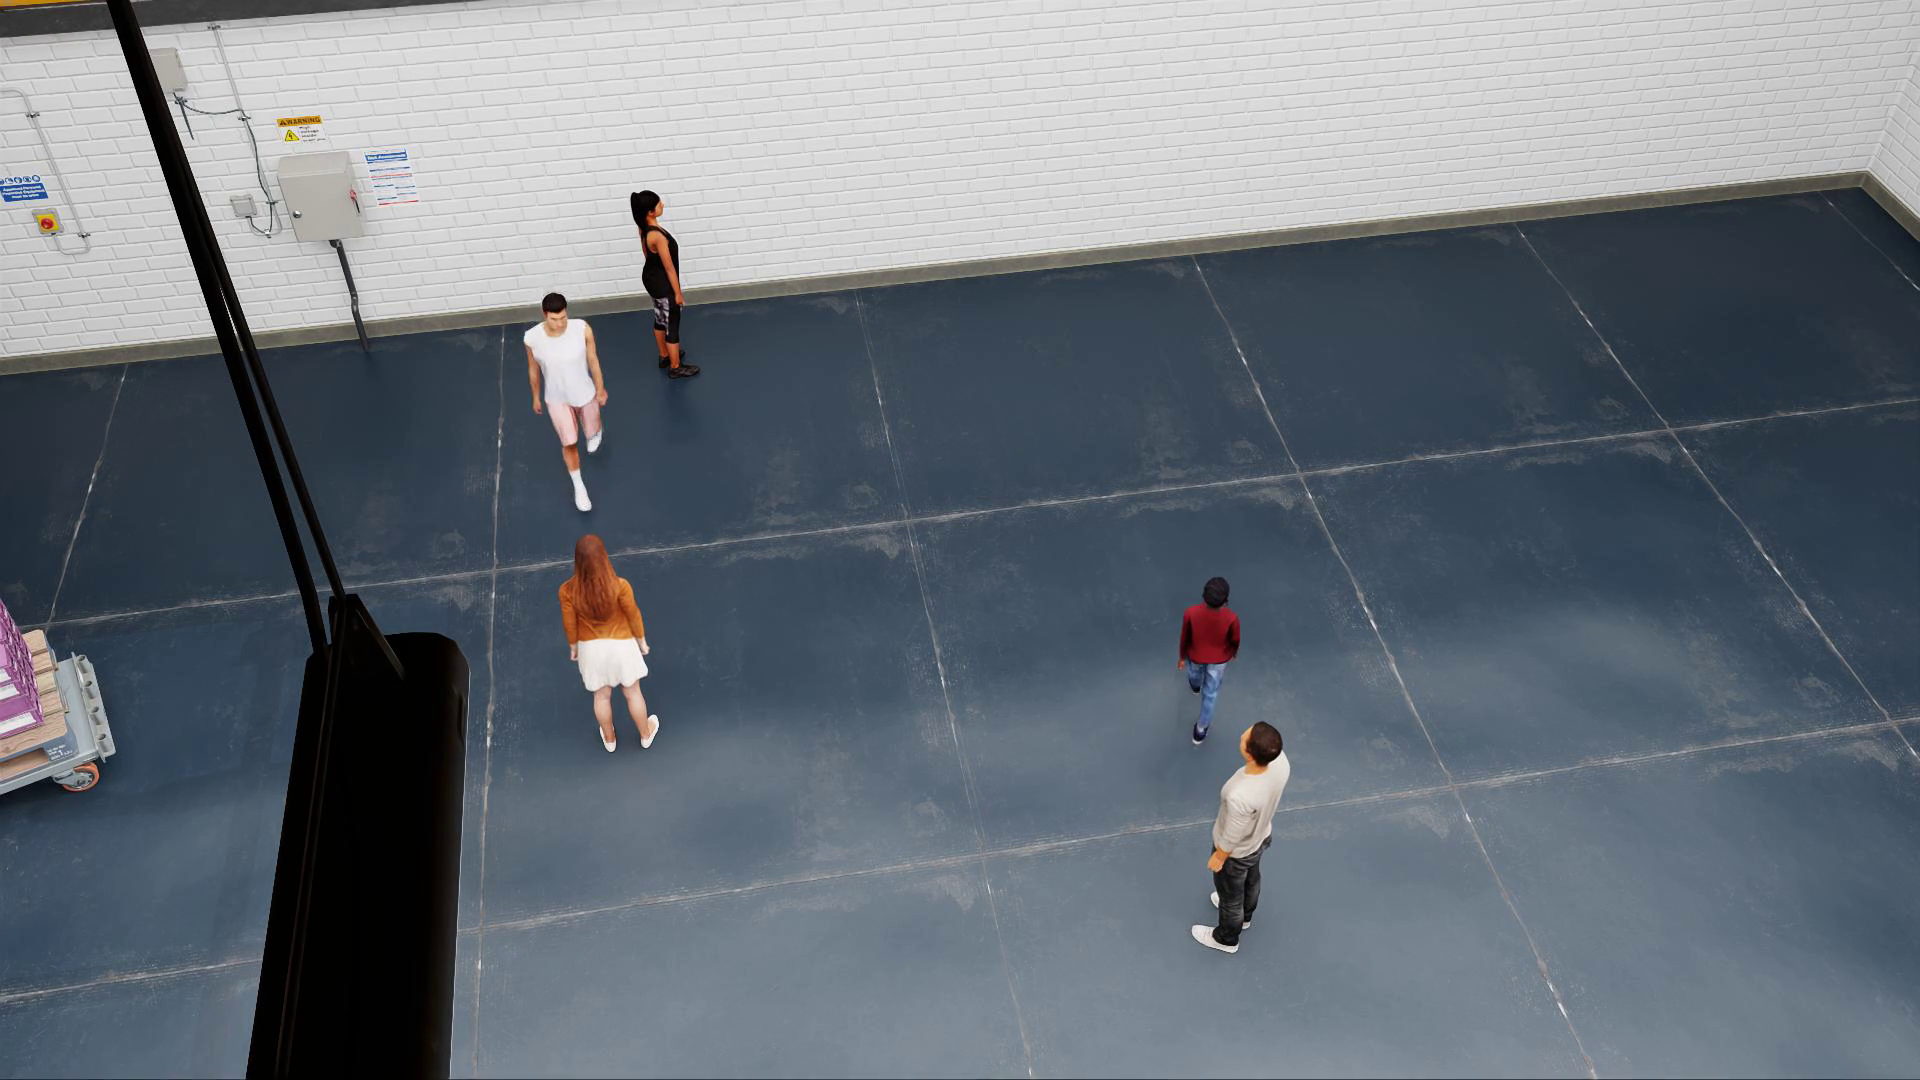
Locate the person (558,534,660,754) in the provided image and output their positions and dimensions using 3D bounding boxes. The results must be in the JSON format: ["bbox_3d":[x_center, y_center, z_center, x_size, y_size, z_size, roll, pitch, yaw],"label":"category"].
[{"bbox_3d":[-2.137,0.647,10.083,0.633,1.720,0.565,-5,44,-5],"label":"person"}]

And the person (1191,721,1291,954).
[{"bbox_3d":[1.546,1.608,9.008,0.774,1.812,0.721,27,50,26],"label":"person"}]

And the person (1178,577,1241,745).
[{"bbox_3d":[1.535,0.749,10.332,0.732,1.229,0.944,9,44,10],"label":"person"}]

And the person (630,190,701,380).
[{"bbox_3d":[-2.314,-1.997,12.903,0.708,1.660,0.580,-25,49,-24],"label":"person"}]

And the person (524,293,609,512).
[{"bbox_3d":[-2.783,-1.116,11.915,0.705,1.747,1.083,-7,44,-7],"label":"person"}]
